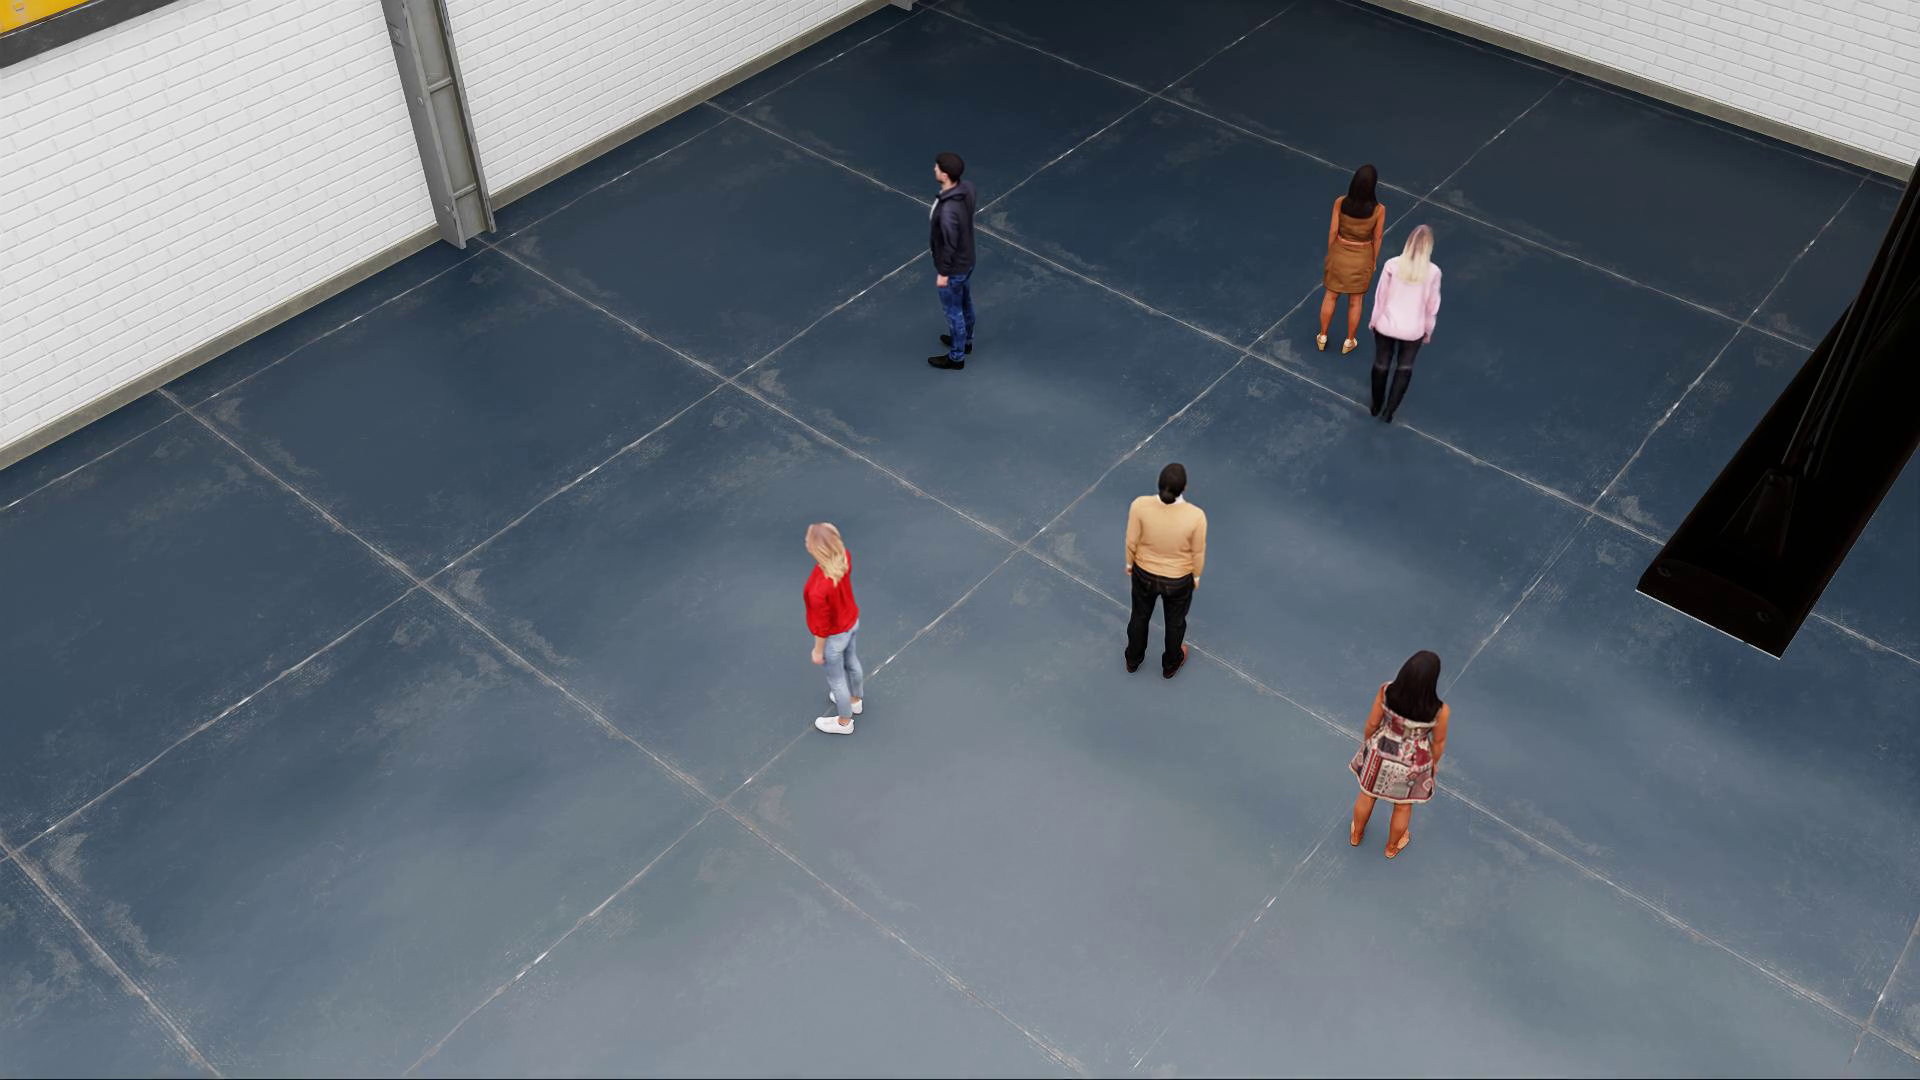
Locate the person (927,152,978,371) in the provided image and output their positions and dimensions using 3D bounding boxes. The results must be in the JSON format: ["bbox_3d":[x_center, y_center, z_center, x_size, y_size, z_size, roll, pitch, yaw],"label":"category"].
[{"bbox_3d":[-0.033,-2.162,12.898,0.806,1.894,0.644,14,45,14],"label":"person"}]

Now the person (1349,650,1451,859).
[{"bbox_3d":[2.509,1.223,9.524,0.700,1.645,0.616,18,47,18],"label":"person"}]

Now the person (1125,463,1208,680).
[{"bbox_3d":[1.283,0.200,10.518,0.744,1.755,0.737,11,45,11],"label":"person"}]

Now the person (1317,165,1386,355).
[{"bbox_3d":[3.071,-2.197,13.081,0.625,1.690,0.620,13,45,13],"label":"person"}]

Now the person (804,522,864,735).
[{"bbox_3d":[-0.765,0.549,10.190,0.733,1.704,0.564,16,46,16],"label":"person"}]

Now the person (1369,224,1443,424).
[{"bbox_3d":[3.267,-1.546,12.412,0.779,1.672,0.881,11,45,12],"label":"person"}]
